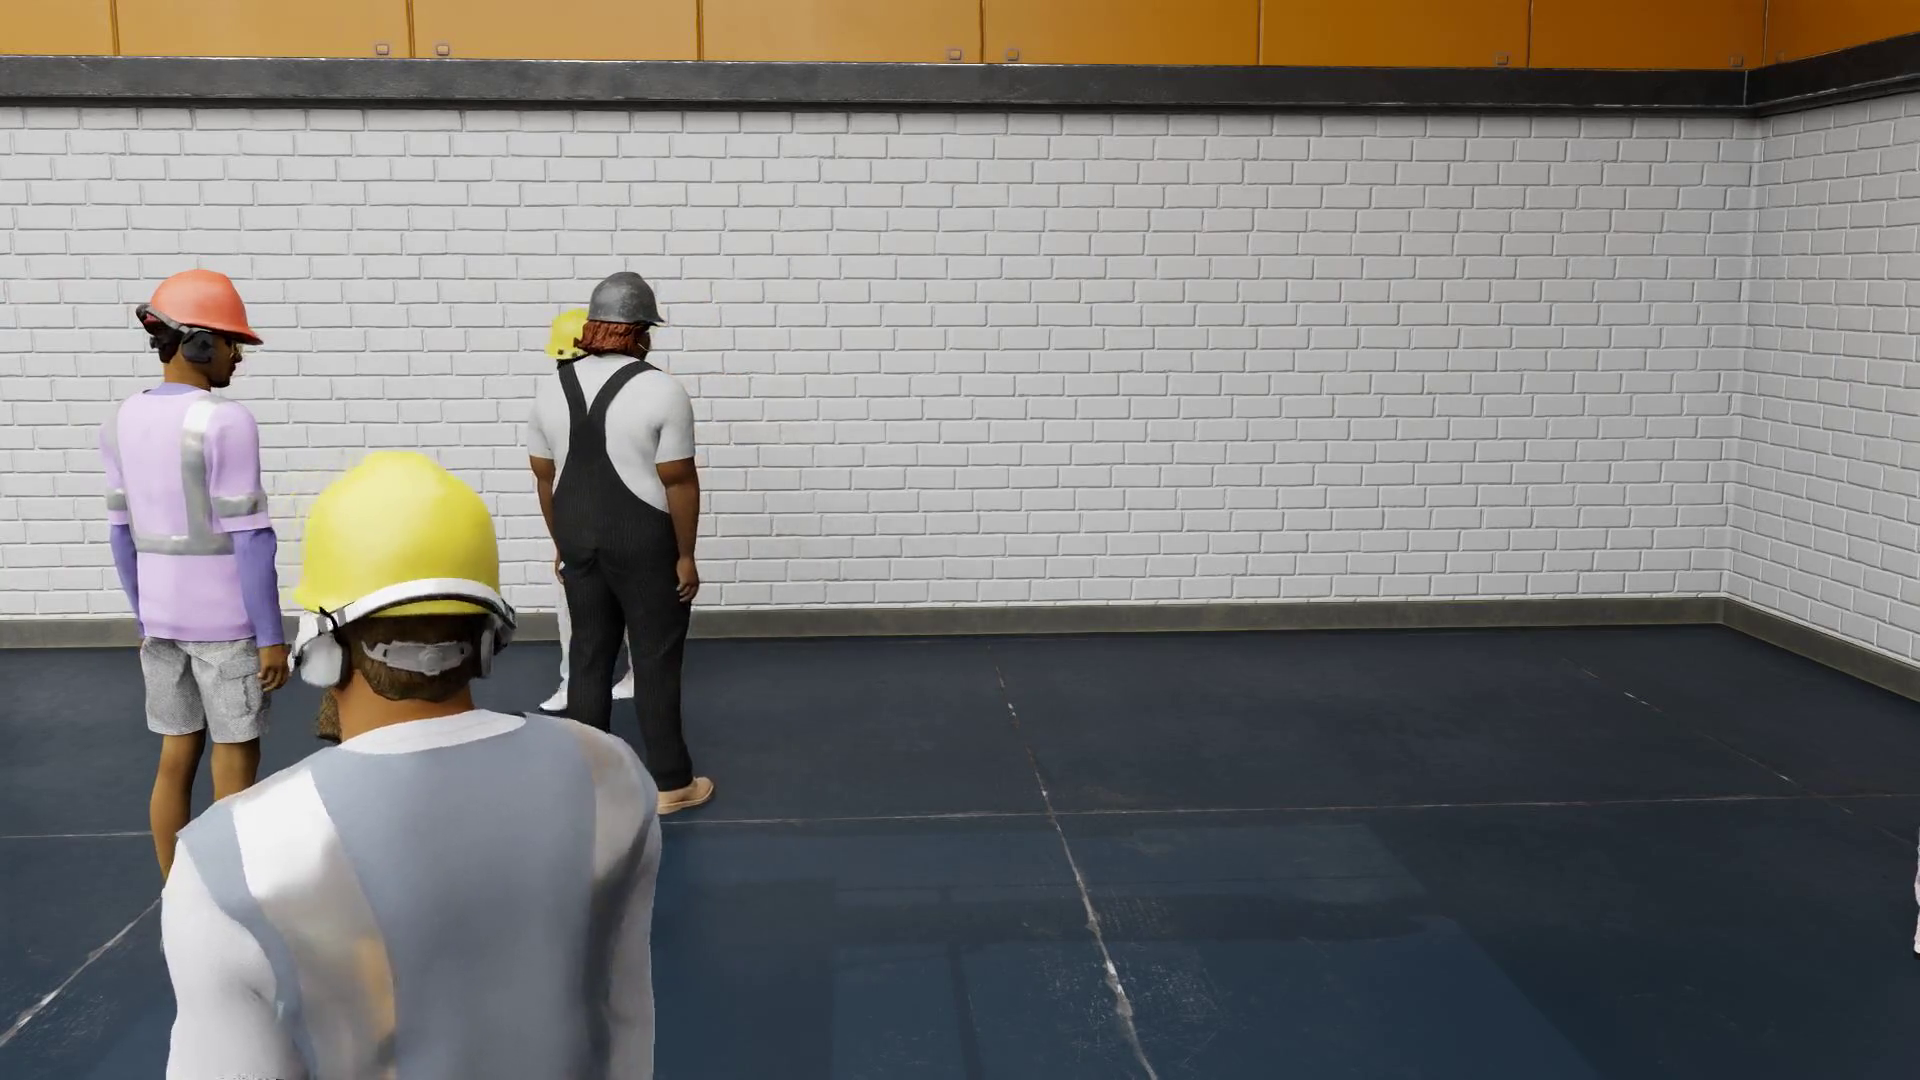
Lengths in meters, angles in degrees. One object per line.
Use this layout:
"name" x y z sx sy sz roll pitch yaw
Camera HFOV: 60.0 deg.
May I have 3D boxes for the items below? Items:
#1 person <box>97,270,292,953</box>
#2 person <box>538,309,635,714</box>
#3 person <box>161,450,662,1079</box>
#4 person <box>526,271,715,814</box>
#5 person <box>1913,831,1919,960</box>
"person" -2.210 0.233 4.917 0.605 2.036 0.393 5 10 27
"person" -1.678 -0.124 7.681 0.603 1.859 0.811 7 11 36
"person" -0.621 0.810 1.931 0.404 1.828 0.602 8 12 39
"person" -1.250 0.005 6.324 0.684 2.000 0.536 4 10 23
"person" 3.009 0.336 4.690 0.399 1.902 0.642 -1 9 -8
